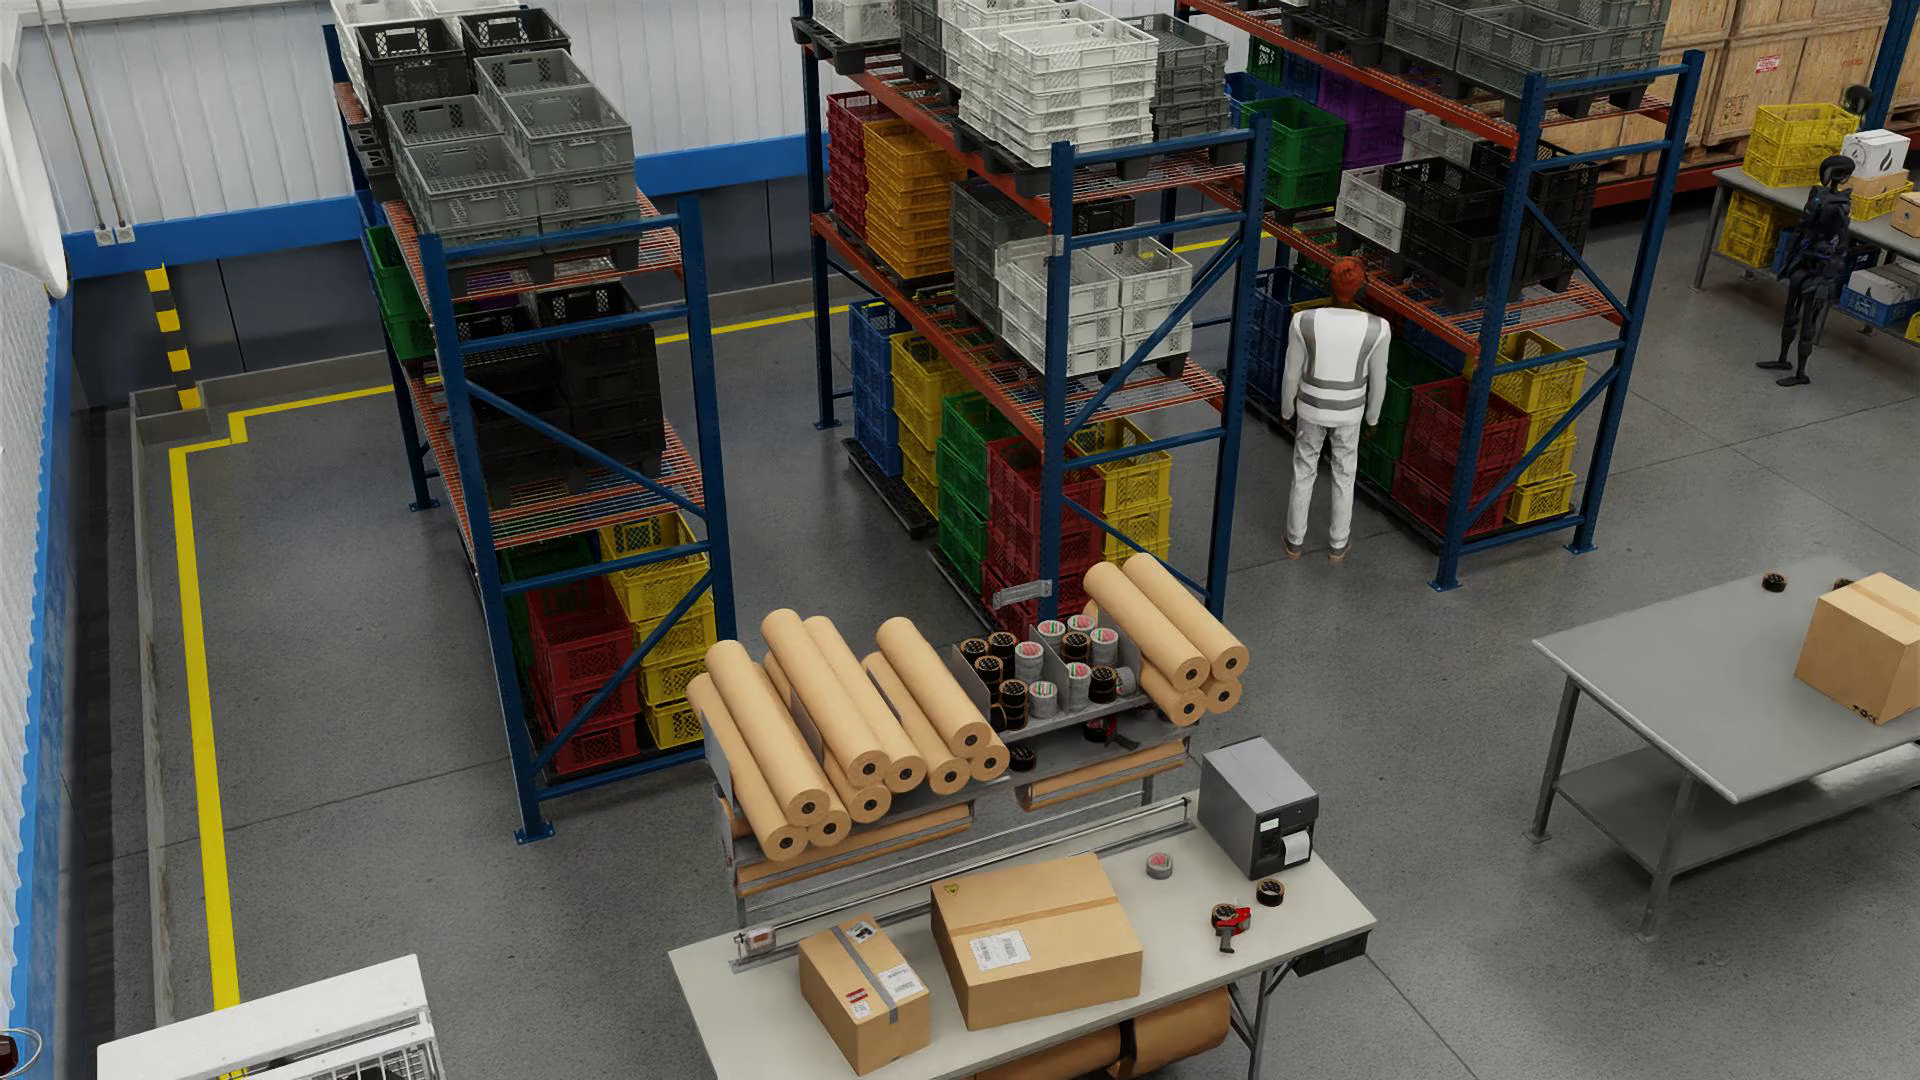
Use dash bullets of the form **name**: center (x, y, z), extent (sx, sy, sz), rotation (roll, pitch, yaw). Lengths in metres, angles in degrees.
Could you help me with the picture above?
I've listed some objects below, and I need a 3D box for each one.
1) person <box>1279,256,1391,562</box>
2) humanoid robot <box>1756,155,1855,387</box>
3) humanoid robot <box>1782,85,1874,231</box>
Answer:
- **person**: center (2.141, -0.737, 9.628), extent (0.578, 1.882, 0.343), rotation (7, 32, 10)
- **humanoid robot**: center (5.987, -1.894, 11.692), extent (0.317, 1.656, 0.613), rotation (-2, 32, -3)
- **humanoid robot**: center (6.870, -2.794, 13.195), extent (0.749, 1.622, 0.600), rotation (27, 41, 37)
